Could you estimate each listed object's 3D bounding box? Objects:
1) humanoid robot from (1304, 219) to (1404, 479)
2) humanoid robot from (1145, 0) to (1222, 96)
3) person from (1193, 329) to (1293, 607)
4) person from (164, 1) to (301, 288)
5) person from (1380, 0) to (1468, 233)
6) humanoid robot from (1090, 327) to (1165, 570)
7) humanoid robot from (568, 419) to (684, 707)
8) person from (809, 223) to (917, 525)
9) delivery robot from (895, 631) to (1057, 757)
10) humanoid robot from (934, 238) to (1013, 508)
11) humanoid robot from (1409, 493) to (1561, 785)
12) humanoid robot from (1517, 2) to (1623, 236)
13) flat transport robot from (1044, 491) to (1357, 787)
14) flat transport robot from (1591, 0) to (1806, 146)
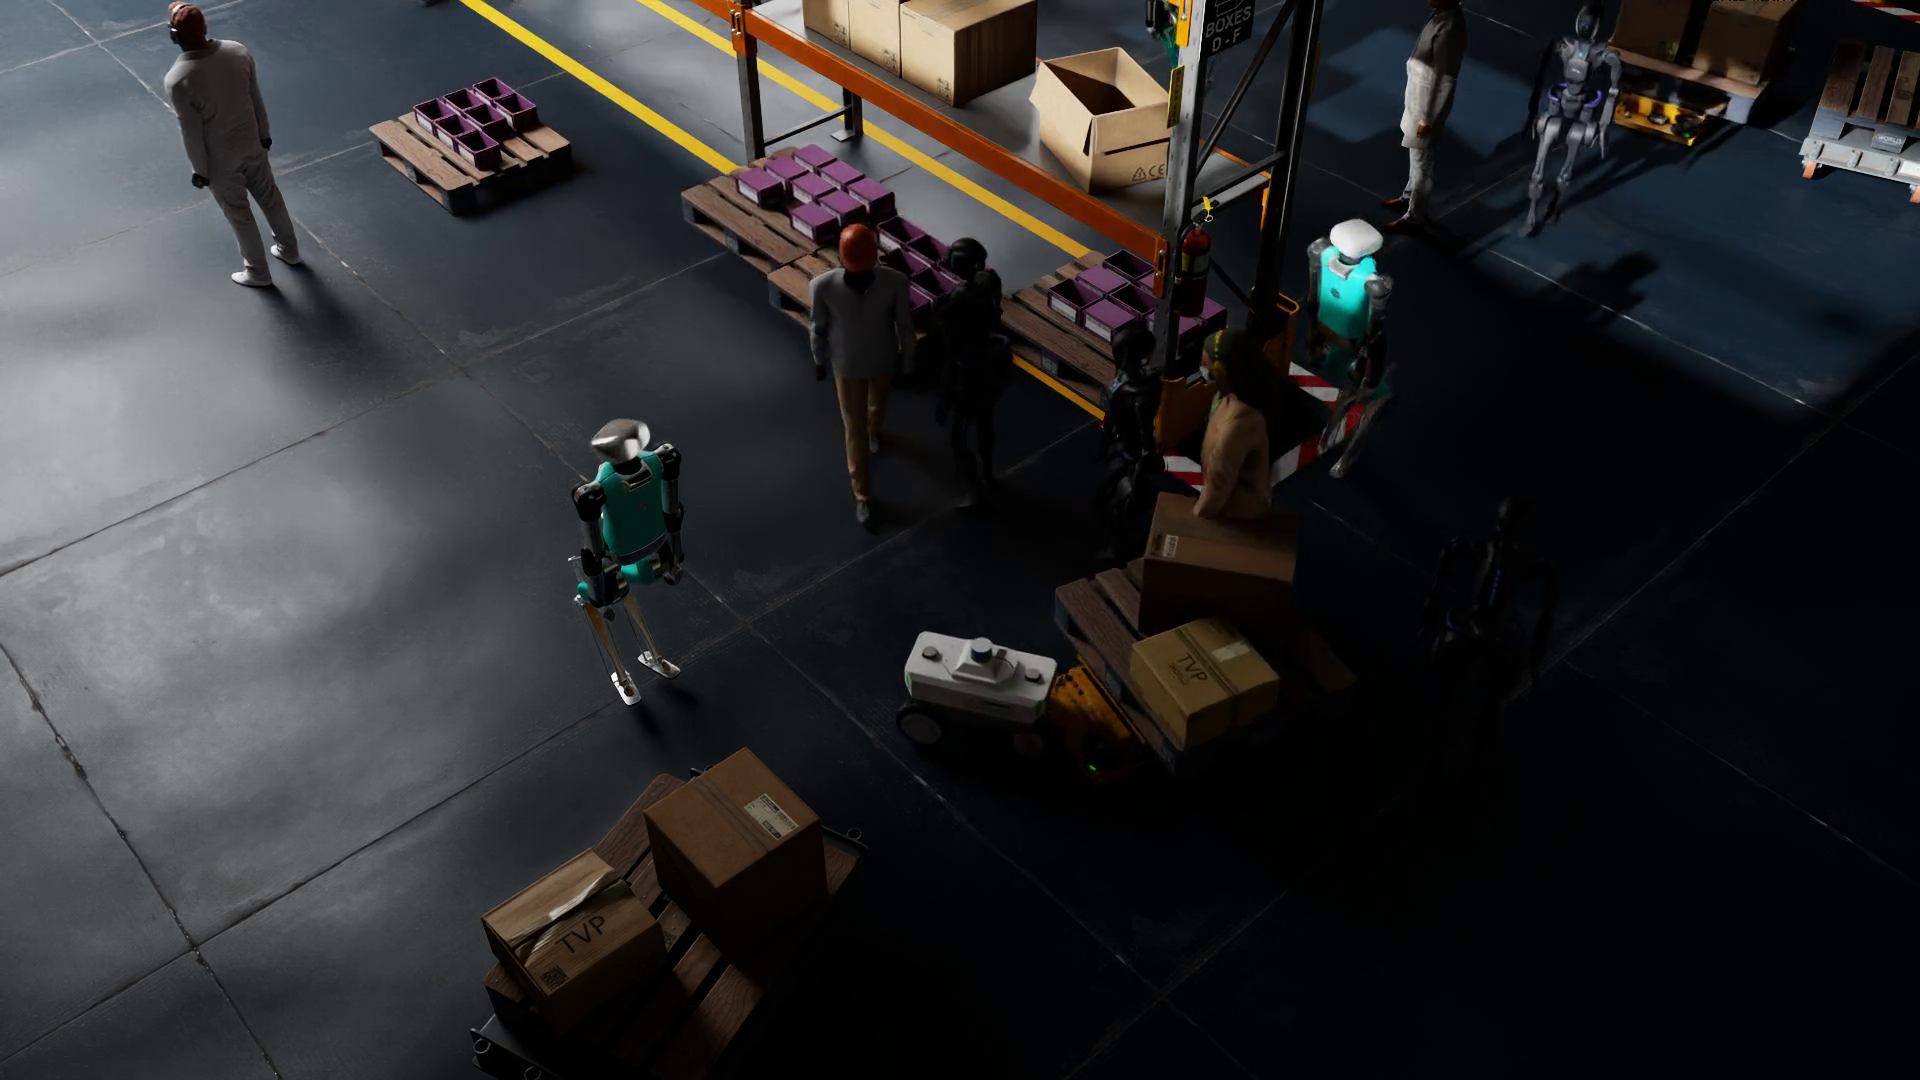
[{"bbox_3d":[2.224,-1.046,9.165,0.806,1.783,0.539,-28,50,-27],"label":"humanoid robot"},{"bbox_3d":[1.674,-3.673,12.062,0.552,1.849,0.849,-13,44,-14],"label":"humanoid robot"},{"bbox_3d":[1.319,-0.233,8.210,0.969,1.819,0.514,-1,43,-1],"label":"person"},{"bbox_3d":[-4.680,-2.509,10.615,0.407,1.906,0.650,19,46,20],"label":"person"},{"bbox_3d":[3.113,-2.923,11.121,0.362,1.830,0.516,7,43,7],"label":"person"},{"bbox_3d":[0.845,-0.374,8.459,0.331,1.652,0.609,-8,43,-9],"label":"humanoid robot"},{"bbox_3d":[-1.638,0.035,7.871,0.533,1.680,0.735,-32,51,-30],"label":"humanoid robot"},{"bbox_3d":[-0.520,-1.001,9.124,0.569,1.704,0.894,-7,43,-8],"label":"person"},{"bbox_3d":[0.081,0.719,8.115,0.814,0.613,0.499,11,44,12],"label":"delivery robot"},{"bbox_3d":[0.107,-0.905,9.044,0.364,1.644,0.588,22,47,22],"label":"humanoid robot"},{"bbox_3d":[2.356,0.479,7.538,0.593,1.659,0.351,15,45,16],"label":"humanoid robot"},{"bbox_3d":[4.077,-2.809,11.121,0.601,1.639,0.556,20,46,20],"label":"humanoid robot"},{"bbox_3d":[1.130,0.709,8.323,1.431,0.231,0.659,-19,46,-19],"label":"flat transport robot"},{"bbox_3d":[5.619,-3.497,12.899,0.659,0.231,1.431,27,49,26],"label":"flat transport robot"}]
